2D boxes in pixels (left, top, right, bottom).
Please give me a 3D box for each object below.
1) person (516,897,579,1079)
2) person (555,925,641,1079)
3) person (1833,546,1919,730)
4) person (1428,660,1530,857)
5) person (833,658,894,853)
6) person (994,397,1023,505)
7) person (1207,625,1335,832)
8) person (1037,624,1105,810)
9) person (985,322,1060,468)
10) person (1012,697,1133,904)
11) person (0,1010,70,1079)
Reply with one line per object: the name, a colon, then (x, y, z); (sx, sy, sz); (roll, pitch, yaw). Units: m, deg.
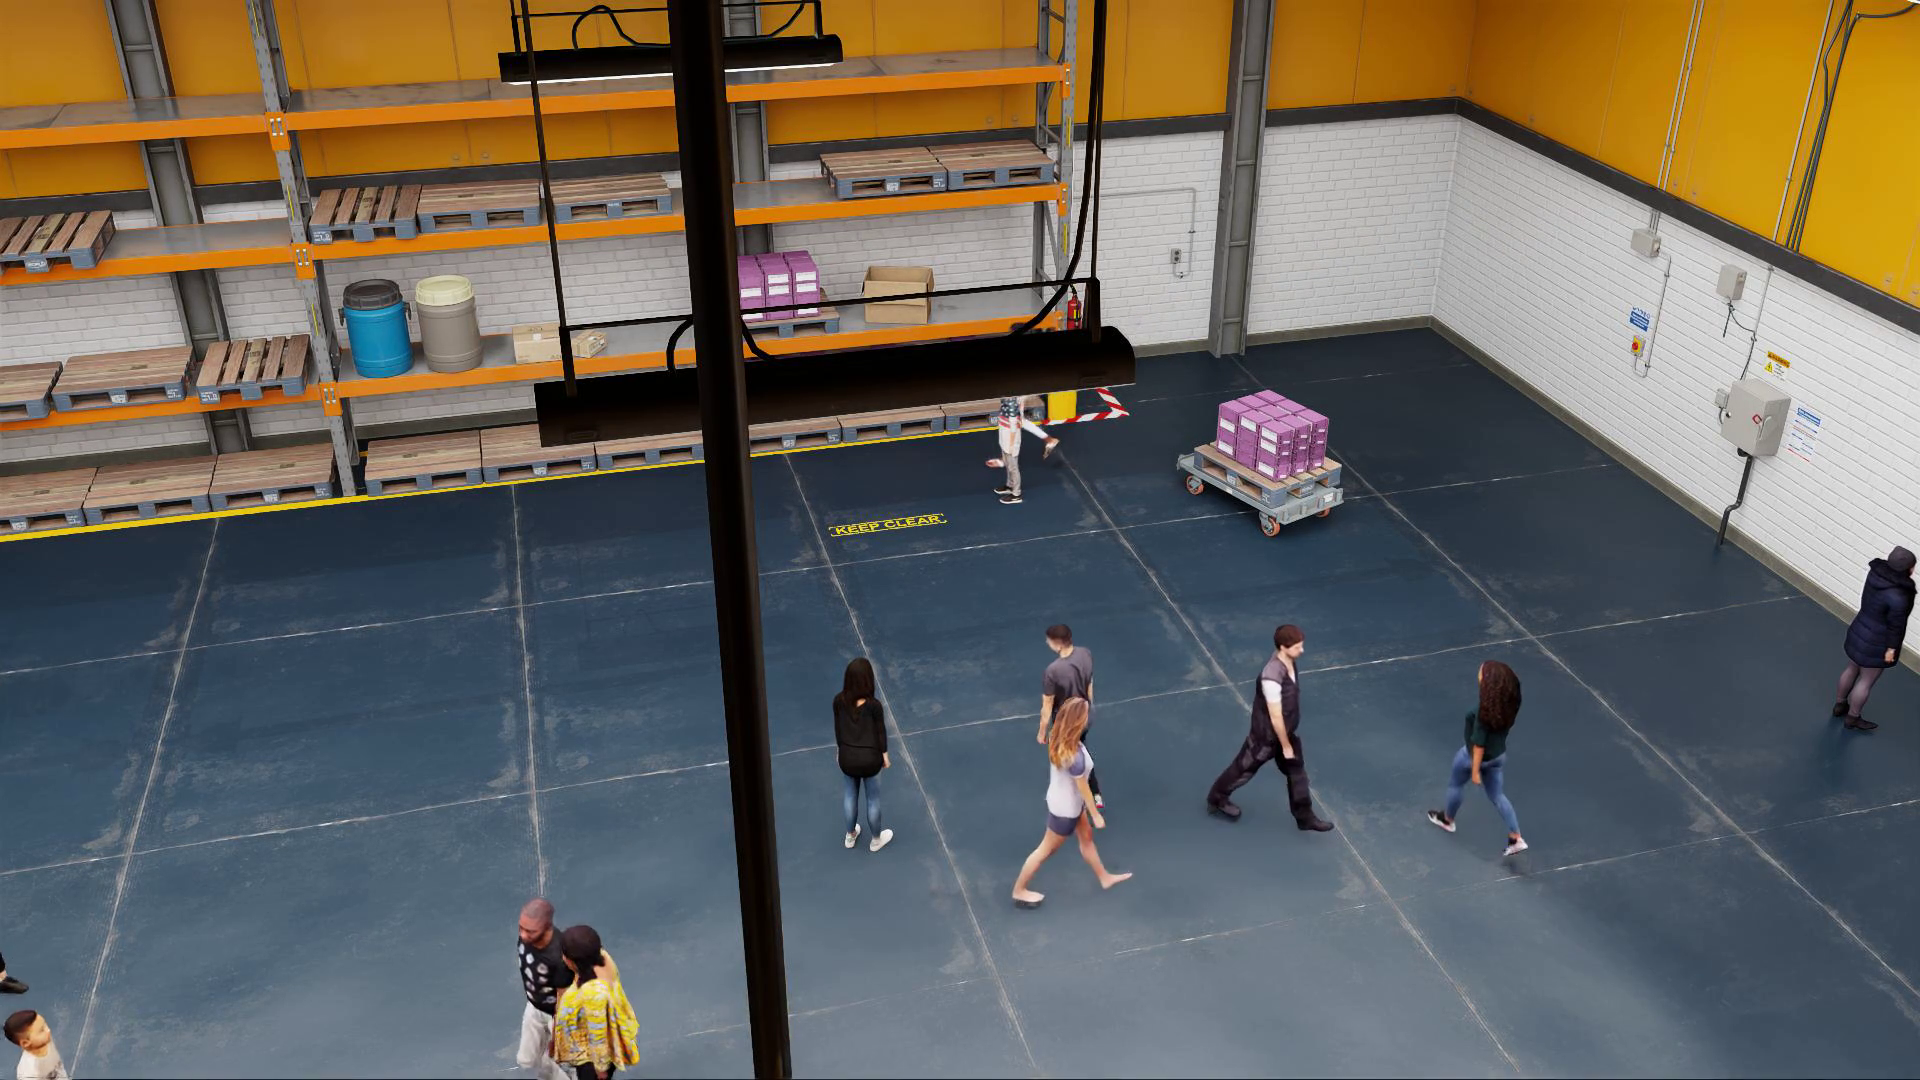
person: (-2.340, 2.792, 10.001); (0.792, 1.791, 0.832); (23, 36, 36)
person: (-2.069, 2.976, 9.832); (0.847, 1.631, 0.700); (-10, 30, -18)
person: (7.582, 0.795, 13.785); (0.713, 1.674, 0.726); (-1, 29, -2)
person: (3.960, 1.637, 12.331); (1.077, 1.587, 0.901); (-19, 34, -31)
person: (-0.734, 1.591, 12.353); (0.620, 1.646, 0.716); (9, 30, 16)
person: (0.527, -1.093, 17.493); (0.471, 1.437, 0.507); (-6, 29, -12)
person: (2.247, 1.420, 12.509); (1.209, 1.798, 1.188); (16, 32, 26)
person: (0.875, 1.430, 12.555); (0.808, 1.736, 0.870); (-21, 35, -33)
person: (0.699, -1.552, 18.061); (1.111, 1.700, 0.816); (1, 29, 1)
person: (0.655, 1.908, 11.752); (1.156, 1.666, 0.749); (-2, 29, -3)
person: (-5.231, 3.271, 9.482); (0.854, 1.447, 0.557); (-7, 29, -13)
